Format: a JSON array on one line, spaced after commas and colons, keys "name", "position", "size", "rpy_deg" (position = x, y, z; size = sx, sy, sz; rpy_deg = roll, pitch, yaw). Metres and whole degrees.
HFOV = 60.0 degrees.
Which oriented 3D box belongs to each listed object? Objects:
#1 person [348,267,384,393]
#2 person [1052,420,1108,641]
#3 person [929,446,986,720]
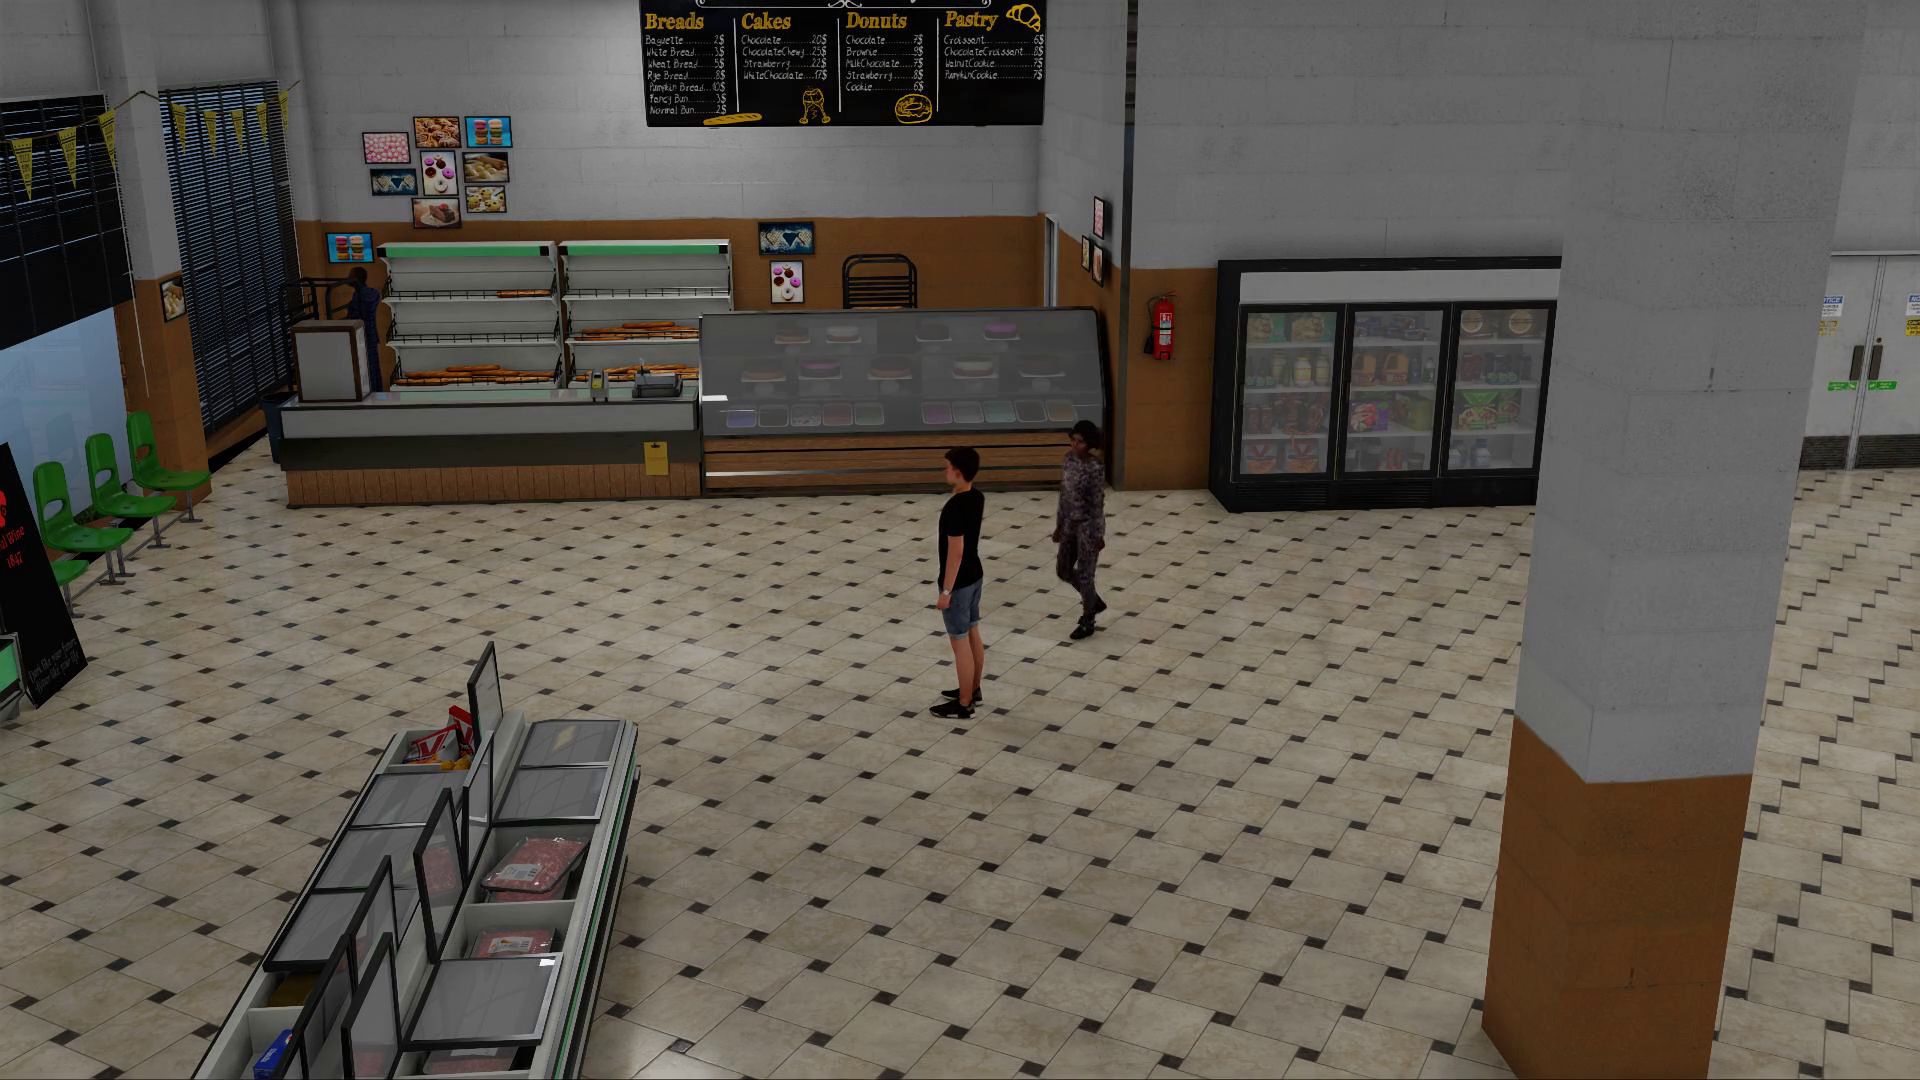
[{"name": "person", "position": [-6.996, -2.311, 19.573], "size": [0.736, 1.824, 0.562], "rpy_deg": [0, 17, 0]}, {"name": "person", "position": [0.978, -0.086, 12.462], "size": [0.811, 1.698, 0.764], "rpy_deg": [-11, 20, -32]}, {"name": "person", "position": [0.018, 0.271, 11.032], "size": [0.797, 1.846, 0.640], "rpy_deg": [5, 18, 17]}]
